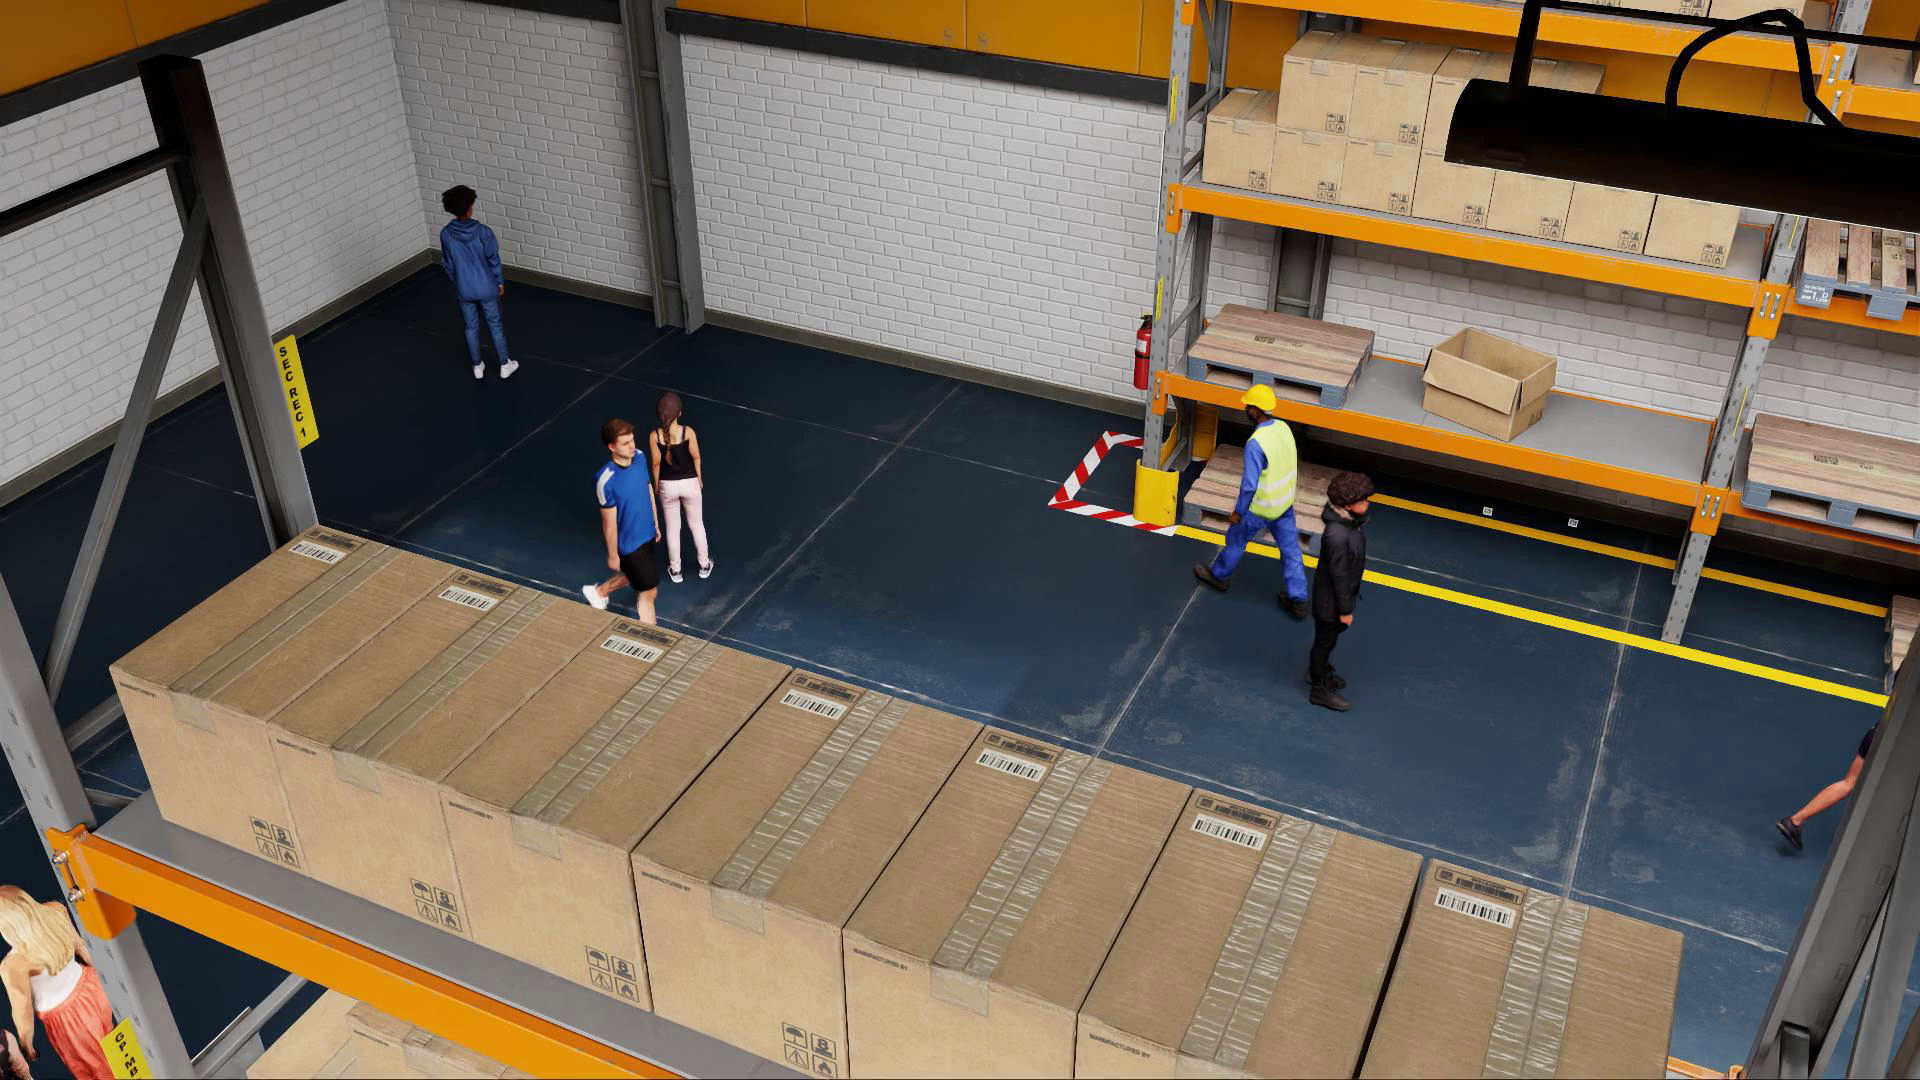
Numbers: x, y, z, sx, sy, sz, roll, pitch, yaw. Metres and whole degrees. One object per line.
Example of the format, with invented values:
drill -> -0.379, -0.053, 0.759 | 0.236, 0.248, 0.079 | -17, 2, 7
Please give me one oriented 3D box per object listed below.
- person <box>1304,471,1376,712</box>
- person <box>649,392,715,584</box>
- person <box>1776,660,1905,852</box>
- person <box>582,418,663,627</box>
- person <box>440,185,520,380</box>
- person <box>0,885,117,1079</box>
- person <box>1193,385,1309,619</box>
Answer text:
person -> 2.454, 0.321, 11.013 | 0.627, 1.774, 0.646 | 12, 35, 17
person -> -2.072, -0.395, 12.279 | 0.605, 1.565, 0.685 | -6, 34, -8
person -> 5.363, 1.242, 9.688 | 1.208, 1.707, 0.943 | -1, 34, -2
person -> -2.344, -0.041, 11.496 | 1.146, 1.843, 0.683 | 12, 36, 18
person -> -4.346, -2.300, 14.931 | 0.666, 1.803, 0.811 | 0, 34, 0
person -> -4.180, 2.316, 8.008 | 0.828, 1.778, 0.765 | 5, 34, 7
person -> 2.236, -0.205, 11.829 | 0.928, 1.748, 1.236 | -27, 42, -35
